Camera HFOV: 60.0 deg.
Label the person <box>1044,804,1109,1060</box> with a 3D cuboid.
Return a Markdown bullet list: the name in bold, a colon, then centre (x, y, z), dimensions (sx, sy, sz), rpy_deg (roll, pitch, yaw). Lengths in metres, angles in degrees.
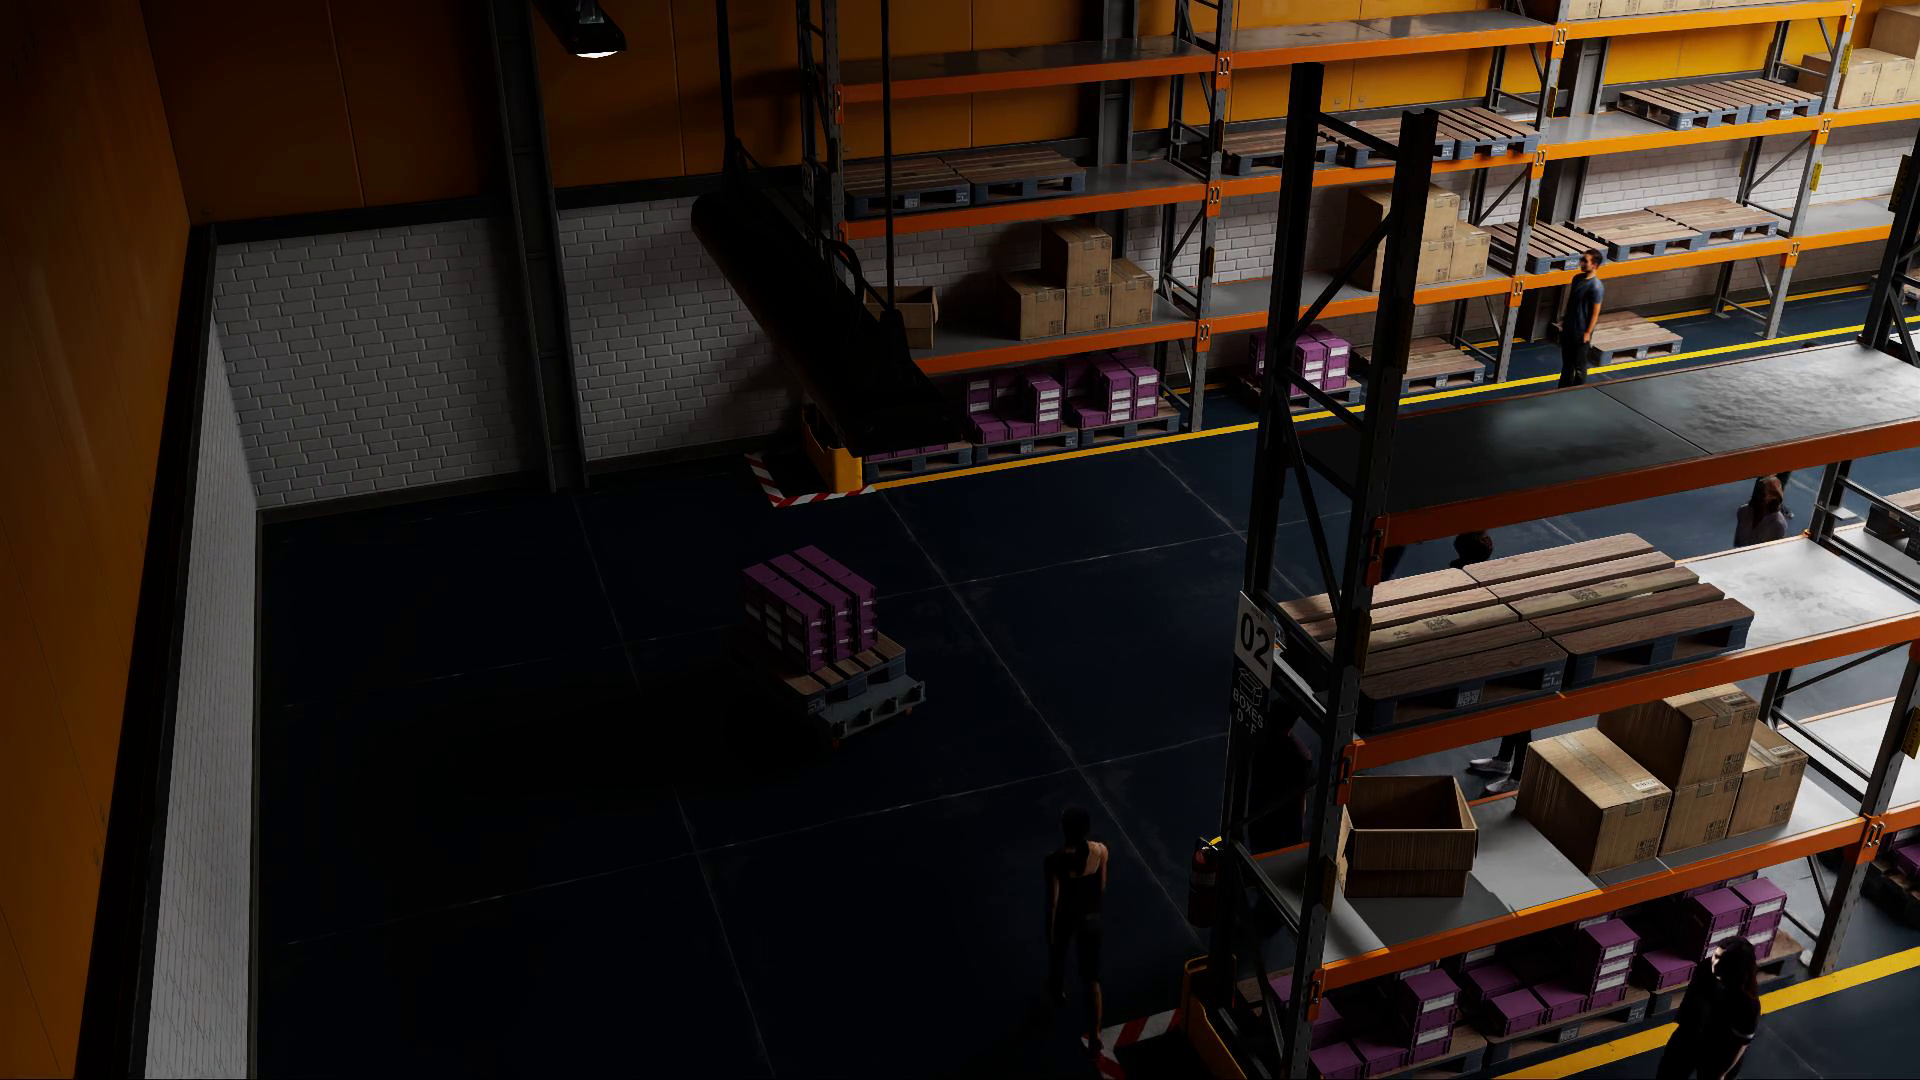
- **person**: centre (0.730, 2.361, 10.045), dimensions (1.063, 1.697, 0.746), rpy_deg (-5, 29, -9)

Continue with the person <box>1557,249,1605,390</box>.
- **person**: centre (6.948, -2.385, 18.628), dimensions (0.585, 1.810, 0.681), rpy_deg (-6, 29, -10)

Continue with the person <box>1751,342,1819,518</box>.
- **person**: centre (8.099, -1.088, 16.239), dimensions (0.519, 1.821, 0.738), rpy_deg (-7, 29, -13)

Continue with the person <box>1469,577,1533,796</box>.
- **person**: centre (4.172, 1.002, 12.292), dimensions (0.700, 1.931, 0.740), rpy_deg (-2, 29, -4)

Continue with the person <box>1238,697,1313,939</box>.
- **person**: centre (2.119, 1.805, 10.923), dimensions (0.643, 1.833, 0.757), rpy_deg (-13, 31, -22)

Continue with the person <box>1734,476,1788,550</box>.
- **person**: centre (6.630, 0.267, 13.817), dimensions (1.089, 1.760, 0.741), rpy_deg (-17, 33, -28)

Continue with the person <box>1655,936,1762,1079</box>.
- **person**: centre (4.242, 2.815, 9.293), dimensions (0.845, 1.619, 0.626), rpy_deg (-12, 31, -20)

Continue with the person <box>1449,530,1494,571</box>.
- **person**: centre (4.041, 0.651, 13.179), dimensions (0.732, 1.698, 0.766), rpy_deg (21, 35, 33)
